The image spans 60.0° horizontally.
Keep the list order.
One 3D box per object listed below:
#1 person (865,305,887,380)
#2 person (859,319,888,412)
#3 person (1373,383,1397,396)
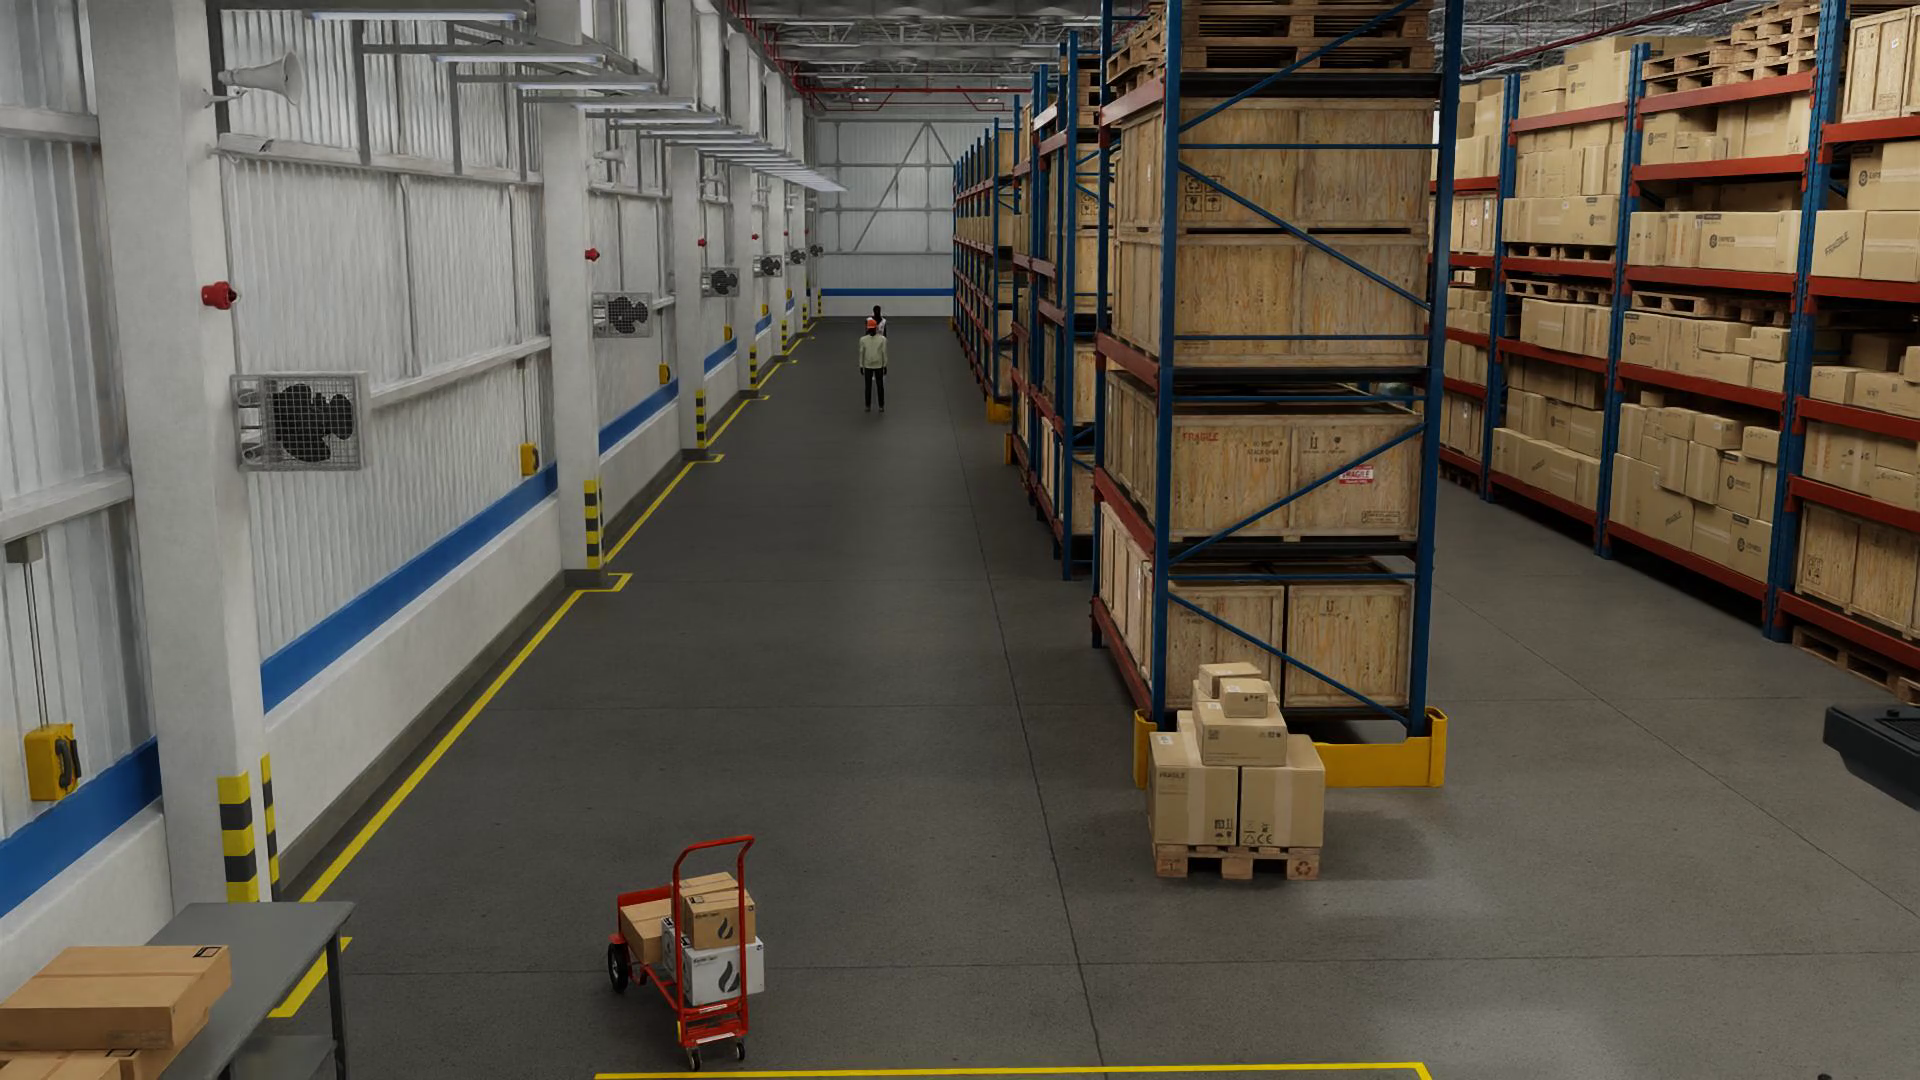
[{"bbox_3d":[-2.158,-5.084,42.846,0.589,1.910,0.394,-6,12,-28],"label":"person"},{"bbox_3d":[-1.852,-3.724,35.564,0.614,1.988,0.402,1,11,3],"label":"person"},{"bbox_3d":[8.202,-2.923,31.807,0.579,1.824,0.710,-9,14,-39],"label":"person"}]
